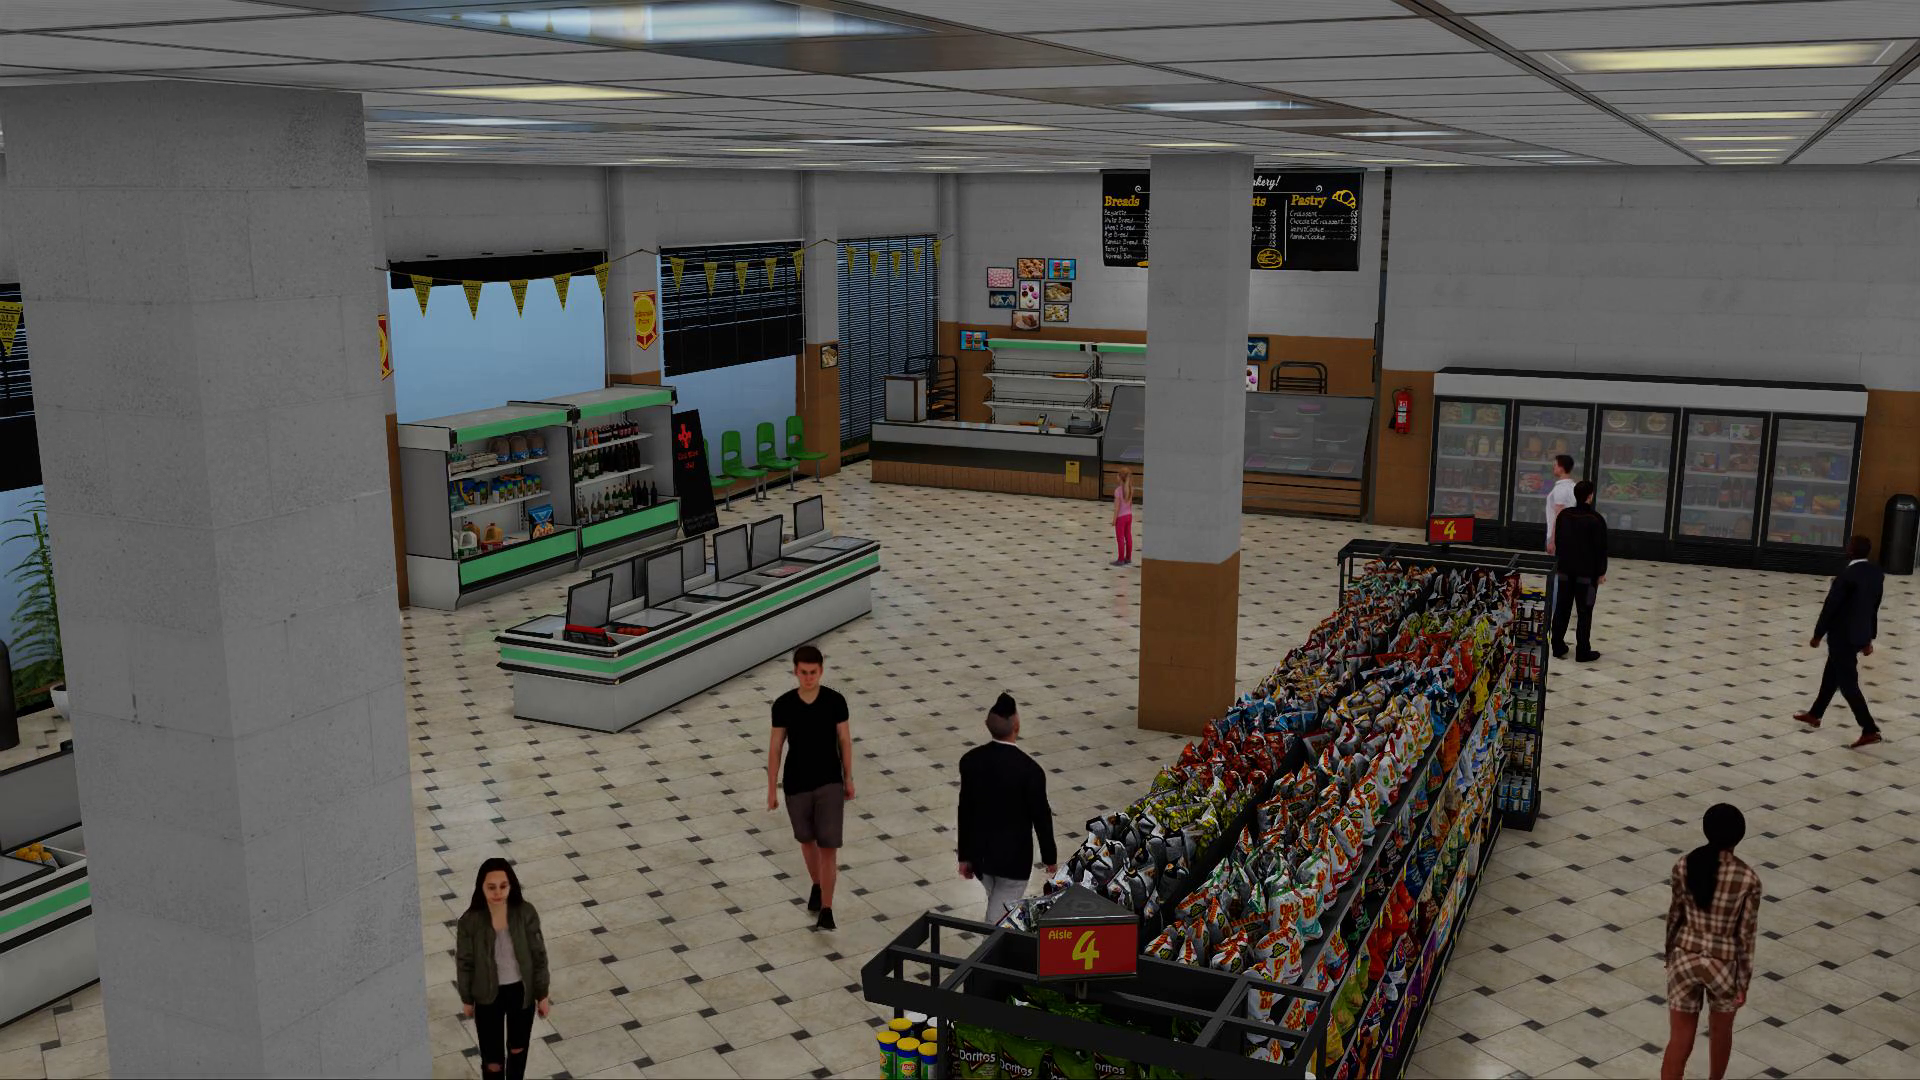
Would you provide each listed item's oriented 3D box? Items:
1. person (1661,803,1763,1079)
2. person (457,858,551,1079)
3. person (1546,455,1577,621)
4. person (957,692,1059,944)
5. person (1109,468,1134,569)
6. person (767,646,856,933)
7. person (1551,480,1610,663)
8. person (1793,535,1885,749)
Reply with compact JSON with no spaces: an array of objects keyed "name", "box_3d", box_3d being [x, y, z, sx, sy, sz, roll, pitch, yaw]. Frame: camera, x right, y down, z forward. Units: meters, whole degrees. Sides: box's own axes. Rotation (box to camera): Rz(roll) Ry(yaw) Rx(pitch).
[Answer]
[{"name":"person","box_3d":[3.610,2.185,8.127,0.749,1.748,1.156,9,15,37]},{"name":"person","box_3d":[-2.308,2.278,8.402,0.890,1.453,0.936,-5,13,-23]},{"name":"person","box_3d":[6.636,-0.025,18.373,0.758,1.850,0.562,9,15,37]},{"name":"person","box_3d":[0.191,1.835,9.416,0.823,1.902,1.237,8,14,33]},{"name":"person","box_3d":[2.075,-0.299,21.082,0.534,1.270,0.615,-11,16,-43]},{"name":"person","box_3d":[-0.944,1.567,10.859,0.986,1.832,1.199,0,12,1]},{"name":"person","box_3d":[6.257,0.303,16.841,0.747,1.839,0.802,-10,15,-39]},{"name":"person","box_3d":[7.642,0.876,14.206,1.219,1.804,1.201,-6,13,-27]}]
